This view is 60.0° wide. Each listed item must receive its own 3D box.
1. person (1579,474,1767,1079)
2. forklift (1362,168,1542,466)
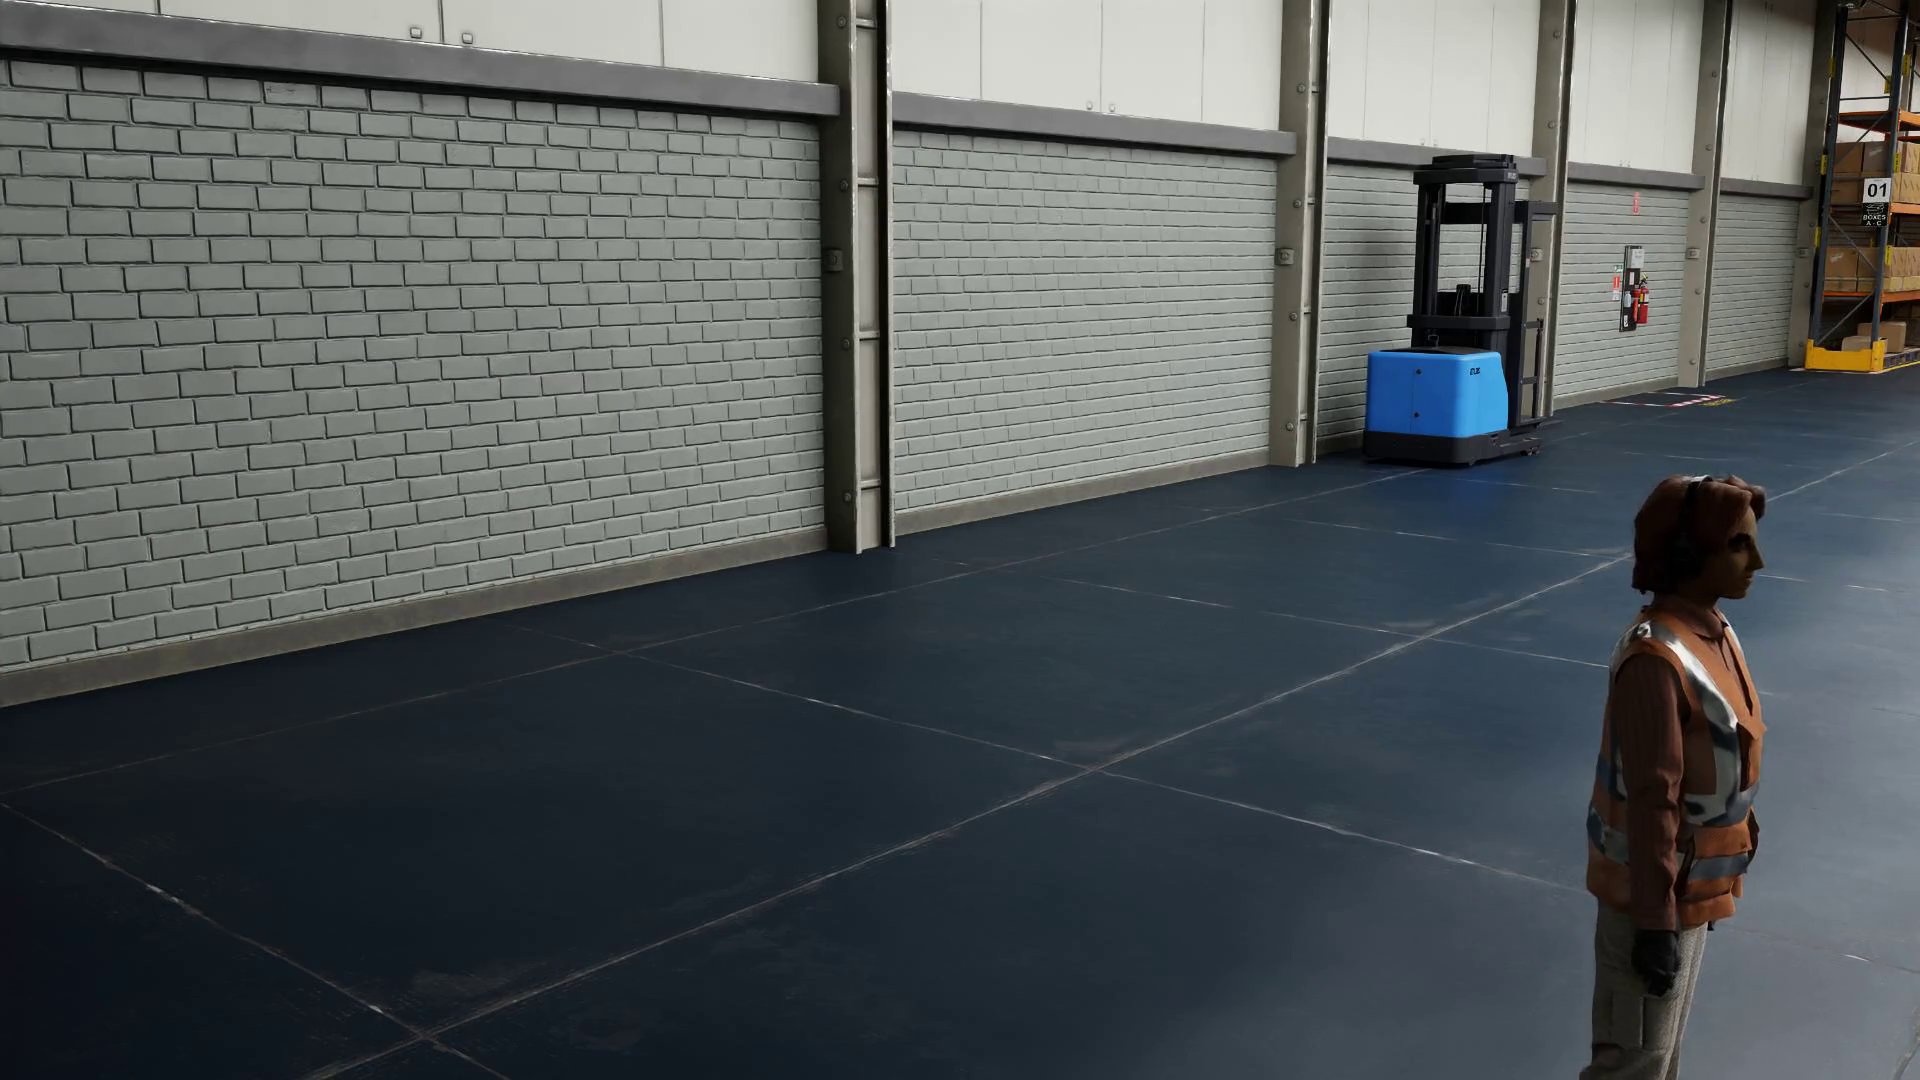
[{"bbox_3d":[1.359,0.685,3.201,0.308,1.641,0.514,6,12,31],"label":"person"},{"bbox_3d":[4.875,-2.212,16.287,1.129,2.768,1.873,8,13,40],"label":"forklift"}]
